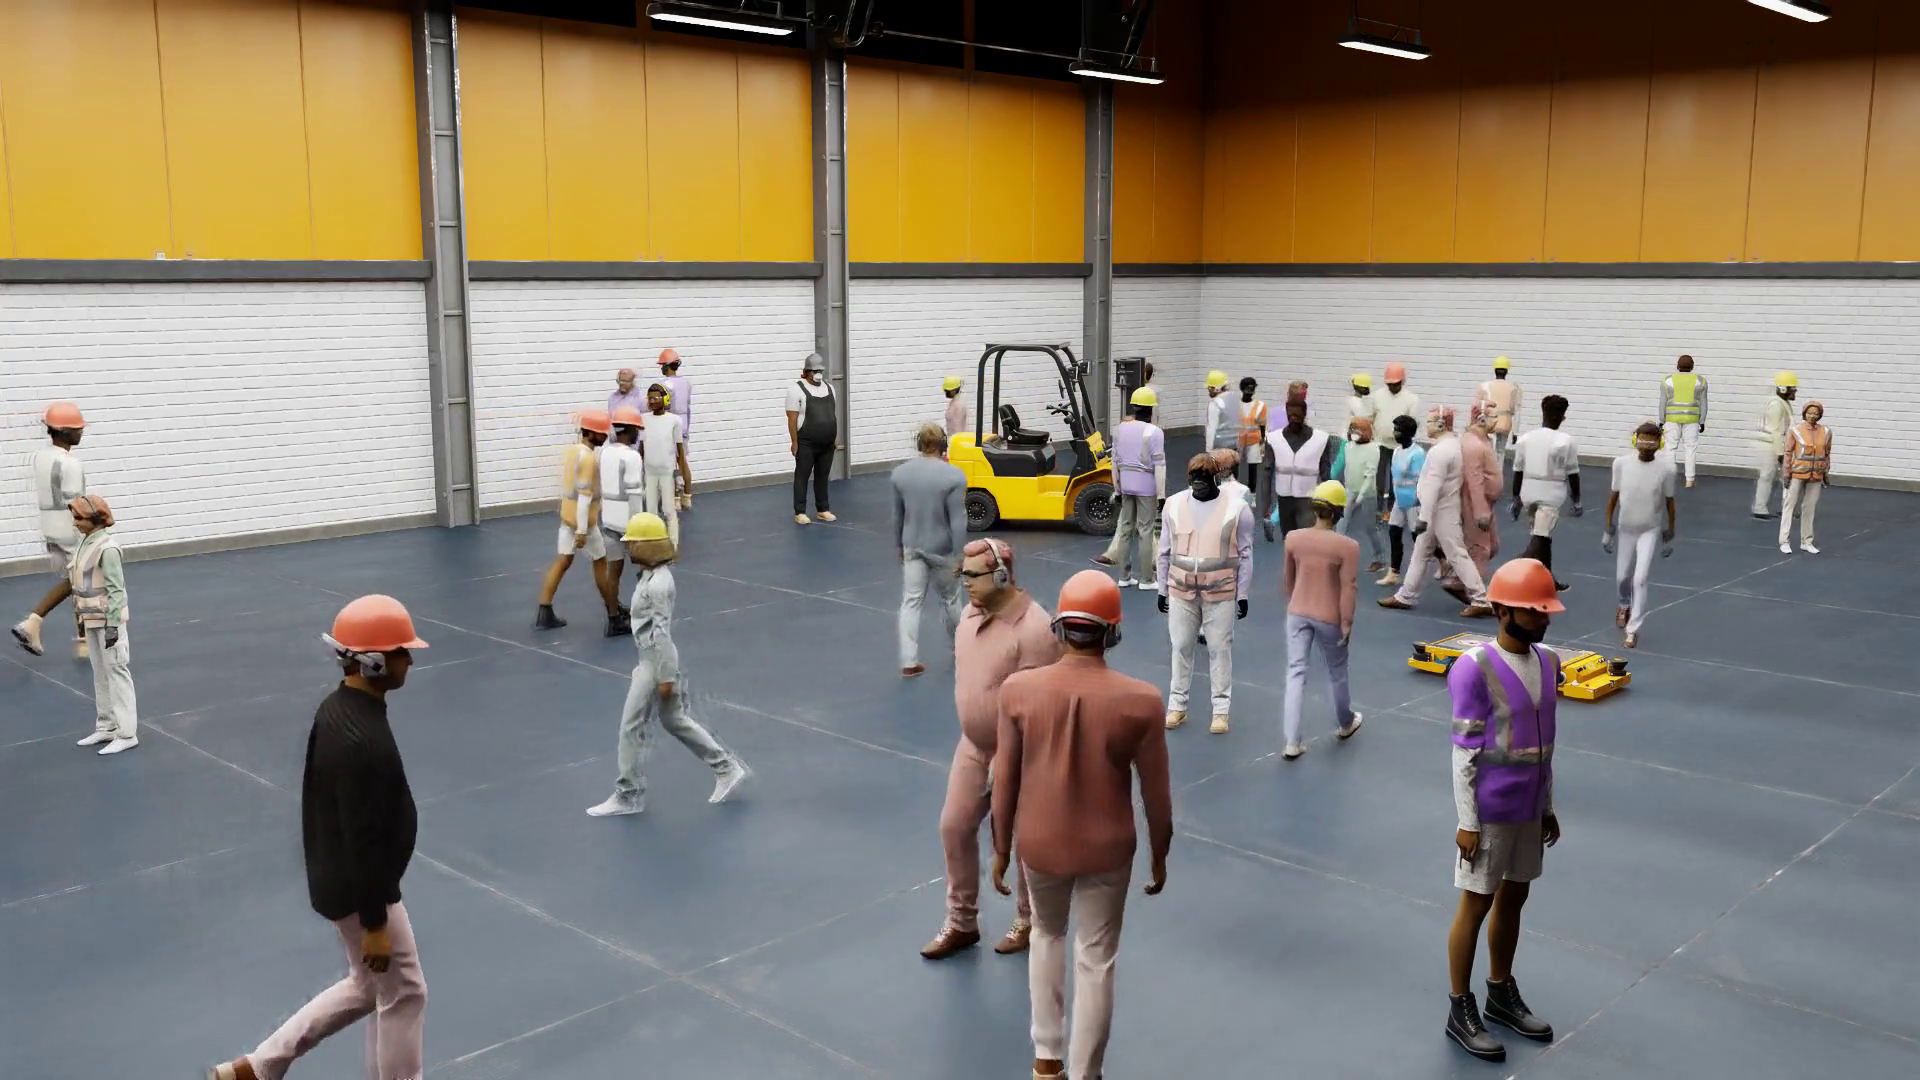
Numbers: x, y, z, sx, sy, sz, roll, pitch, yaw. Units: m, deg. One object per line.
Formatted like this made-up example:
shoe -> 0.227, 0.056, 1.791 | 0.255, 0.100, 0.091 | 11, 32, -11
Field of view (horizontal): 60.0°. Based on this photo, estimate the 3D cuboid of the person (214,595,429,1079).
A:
person -> -2.079, 1.159, 5.557 | 0.755, 1.967, 0.644 | -4, 10, -25

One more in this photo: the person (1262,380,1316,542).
person -> 3.599, -0.853, 18.379 | 0.781, 1.809, 0.600 | -7, 12, -37

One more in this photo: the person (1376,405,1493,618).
person -> 4.216, -0.251, 14.539 | 1.001, 1.862, 0.646 | 4, 10, 21

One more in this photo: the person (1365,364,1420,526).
person -> 5.087, -1.128, 19.724 | 0.659, 1.910, 1.062 | 3, 10, 18

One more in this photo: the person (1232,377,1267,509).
person -> 3.599, -1.226, 21.057 | 0.547, 1.685, 0.393 | 1, 9, 4

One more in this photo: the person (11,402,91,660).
person -> -6.900, -0.045, 12.754 | 0.622, 2.022, 0.635 | 7, 12, 38

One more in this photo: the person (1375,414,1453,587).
person -> 4.374, -0.374, 15.850 | 0.724, 1.663, 0.548 | -2, 10, -14

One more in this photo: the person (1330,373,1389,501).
person -> 5.074, -1.281, 21.312 | 0.984, 1.704, 0.519 | 2, 9, 13

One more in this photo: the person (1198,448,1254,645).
person -> 2.073, 0.085, 13.154 | 0.531, 1.625, 0.373 | 8, 12, 39

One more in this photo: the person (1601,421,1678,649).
person -> 5.532, -0.074, 13.541 | 0.558, 1.836, 0.801 | 6, 11, 31

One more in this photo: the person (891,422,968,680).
person -> -0.179, 0.060, 12.510 | 0.654, 1.895, 0.913 | 4, 10, 24

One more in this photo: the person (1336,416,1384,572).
person -> 3.957, -0.434, 16.507 | 0.832, 1.601, 0.511 | -6, 11, -34

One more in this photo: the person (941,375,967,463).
person -> 0.041, -1.203, 20.733 | 0.653, 1.729, 0.541 | -3, 10, -19

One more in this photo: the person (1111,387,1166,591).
person -> 1.705, -0.482, 15.723 | 0.594, 1.925, 0.368 | 9, 13, 42

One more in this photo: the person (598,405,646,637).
person -> -2.725, -0.157, 13.773 | 0.547, 1.910, 0.595 | 7, 12, 39

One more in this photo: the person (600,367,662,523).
person -> -3.976, -1.166, 20.121 | 0.643, 1.876, 0.885 | 4, 10, 22

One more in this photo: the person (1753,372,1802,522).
person -> 9.870, -1.095, 19.828 | 0.691, 1.808, 0.627 | 7, 11, 36

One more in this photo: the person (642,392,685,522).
person -> -3.642, -1.007, 19.901 | 0.584, 1.615, 0.511 | -2, 10, -14

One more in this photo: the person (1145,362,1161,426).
person -> 2.323, -1.343, 21.219 | 0.563, 1.853, 0.451 | -8, 12, -41

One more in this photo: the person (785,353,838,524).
person -> -1.714, -1.215, 19.871 | 0.688, 2.000, 0.535 | -8, 12, -40

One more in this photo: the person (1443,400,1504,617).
person -> 4.571, -0.278, 14.566 | 0.508, 1.898, 0.669 | 4, 10, 24

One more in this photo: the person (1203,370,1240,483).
person -> 3.213, -1.171, 20.307 | 0.480, 1.809, 0.611 | 8, 12, 40

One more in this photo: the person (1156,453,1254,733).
person -> 1.588, 0.347, 10.907 | 0.635, 1.842, 0.429 | 4, 10, 21

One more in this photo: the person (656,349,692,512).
person -> -3.607, -1.369, 20.807 | 0.395, 2.042, 0.611 | 5, 10, 27

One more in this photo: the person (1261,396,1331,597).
person -> 3.027, -0.352, 15.071 | 0.607, 1.874, 0.935 | 4, 10, 21

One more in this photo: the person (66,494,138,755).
person -> -5.391, 0.522, 10.454 | 0.511, 1.640, 0.309 | 8, 13, 42

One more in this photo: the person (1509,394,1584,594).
person -> 5.298, -0.380, 15.182 | 1.011, 1.920, 0.585 | -5, 11, -29

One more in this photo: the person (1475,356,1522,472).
person -> 7.160, -1.503, 22.114 | 0.588, 1.892, 0.926 | 1, 9, 5

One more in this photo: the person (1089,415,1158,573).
person -> 1.681, -0.451, 16.559 | 0.761, 1.591, 0.516 | 1, 9, 4

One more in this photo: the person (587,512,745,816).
person -> -1.641, 0.680, 9.271 | 0.836, 1.707, 0.494 | -2, 9, -11

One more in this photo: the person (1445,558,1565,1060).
person -> 2.129, 1.025, 6.452 | 0.545, 1.940, 0.352 | -6, 11, -33

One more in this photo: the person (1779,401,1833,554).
person -> 9.025, -0.665, 17.742 | 0.514, 1.636, 0.315 | 0, 9, -3

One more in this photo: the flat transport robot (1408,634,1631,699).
flat transport robot -> 4.118, 0.906, 12.284 | 1.431, 0.197, 0.652 | 9, 13, 43

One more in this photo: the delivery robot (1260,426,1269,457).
delivery robot -> 4.769, -1.563, 26.264 | 0.477, 0.478, 0.707 | 0, 9, -2

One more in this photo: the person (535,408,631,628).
person -> -3.200, -0.177, 14.067 | 0.949, 1.879, 0.609 | -6, 11, -32

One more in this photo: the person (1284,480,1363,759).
person -> 2.284, 0.478, 10.479 | 0.528, 1.720, 0.882 | 6, 11, 32

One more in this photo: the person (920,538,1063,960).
person -> 0.120, 0.928, 7.244 | 0.742, 1.873, 0.633 | -8, 12, -42

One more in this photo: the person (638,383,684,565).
person -> -3.086, -0.677, 17.095 | 0.519, 1.874, 0.331 | 2, 9, 12

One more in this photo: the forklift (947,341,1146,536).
forklift -> 0.977, -1.223, 19.452 | 2.313, 2.155, 1.214 | 2, 9, 11

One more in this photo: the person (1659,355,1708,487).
person -> 10.079, -1.660, 23.204 | 0.630, 1.846, 0.429 | 4, 10, 23

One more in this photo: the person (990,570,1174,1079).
person -> 0.445, 1.085, 5.970 | 0.648, 1.971, 0.587 | 2, 10, 13
